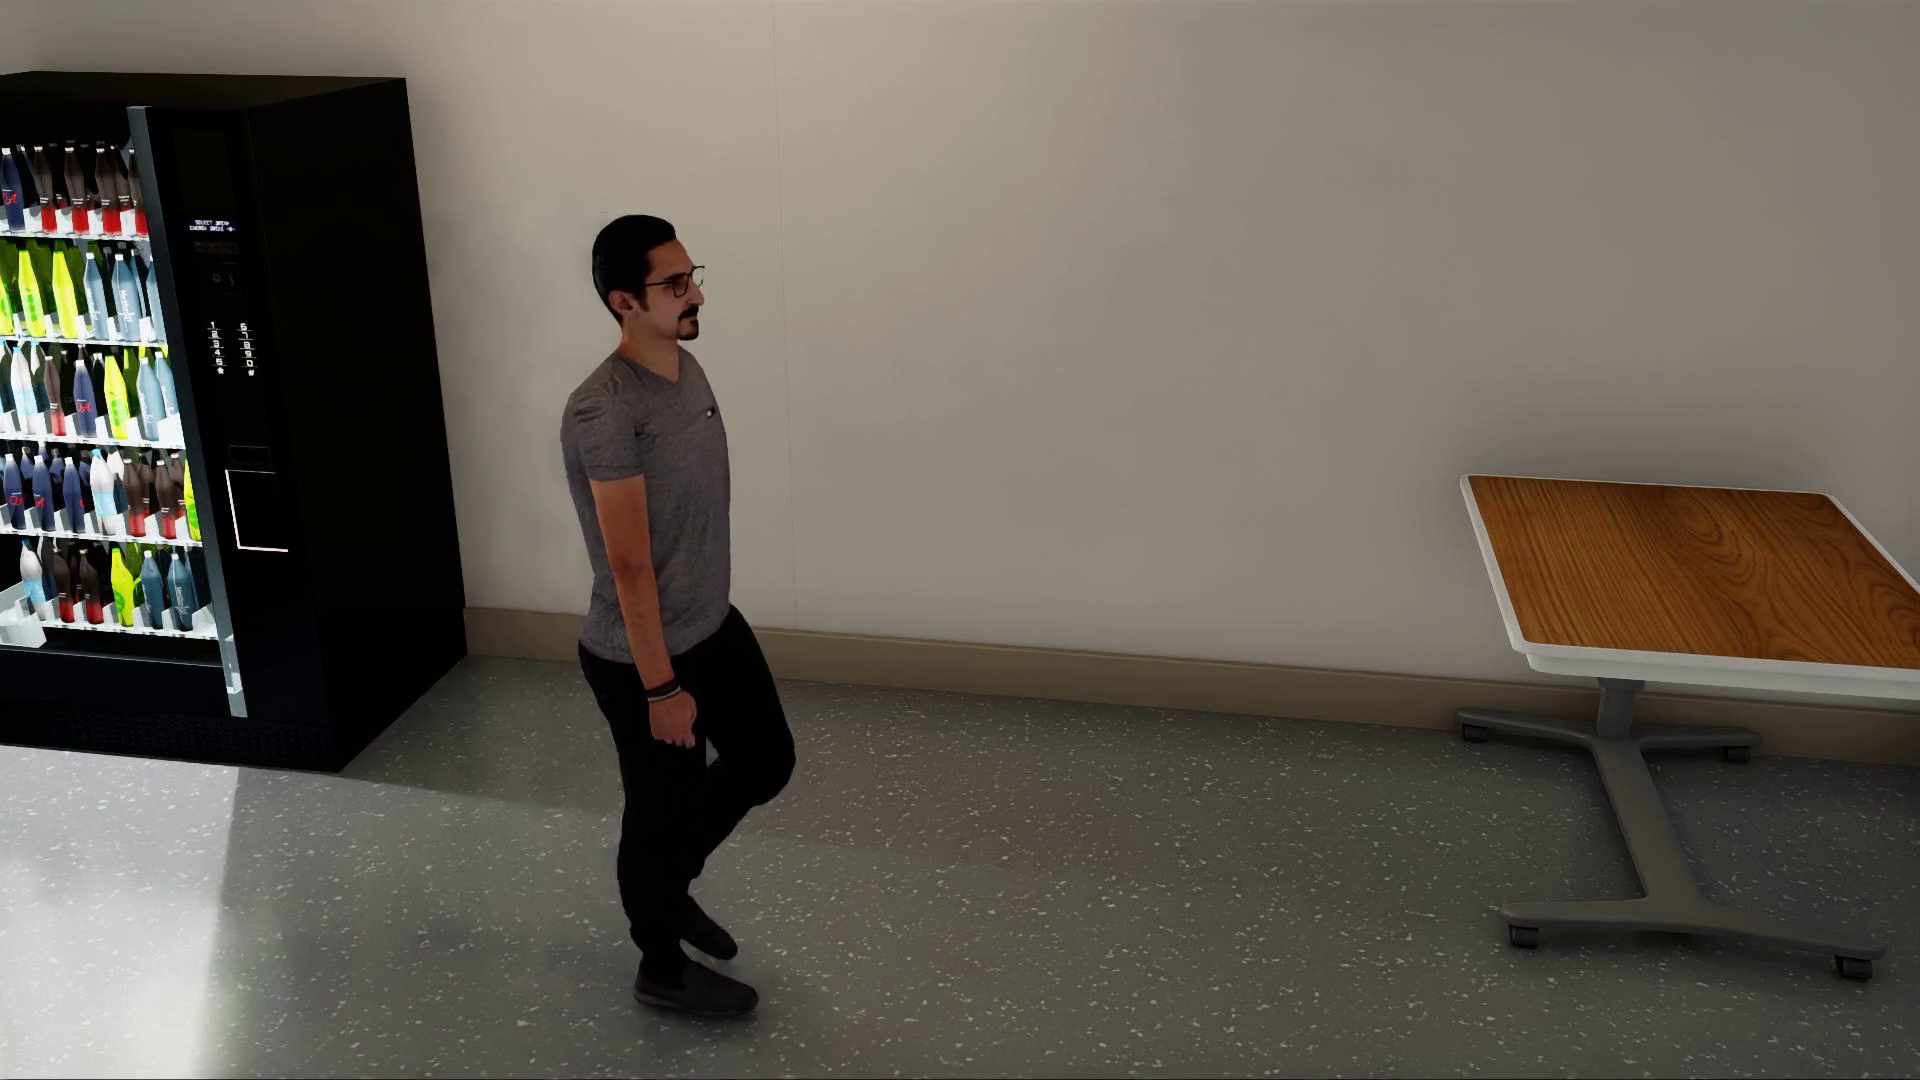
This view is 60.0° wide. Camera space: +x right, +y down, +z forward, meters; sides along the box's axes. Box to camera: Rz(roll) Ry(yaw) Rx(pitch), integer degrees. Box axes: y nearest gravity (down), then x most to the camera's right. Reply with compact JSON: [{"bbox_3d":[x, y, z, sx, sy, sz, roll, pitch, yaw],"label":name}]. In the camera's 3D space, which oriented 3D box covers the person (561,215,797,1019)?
[{"bbox_3d":[-0.678,0.204,3.446,0.665,1.741,0.646,5,21,14],"label":"person"}]
